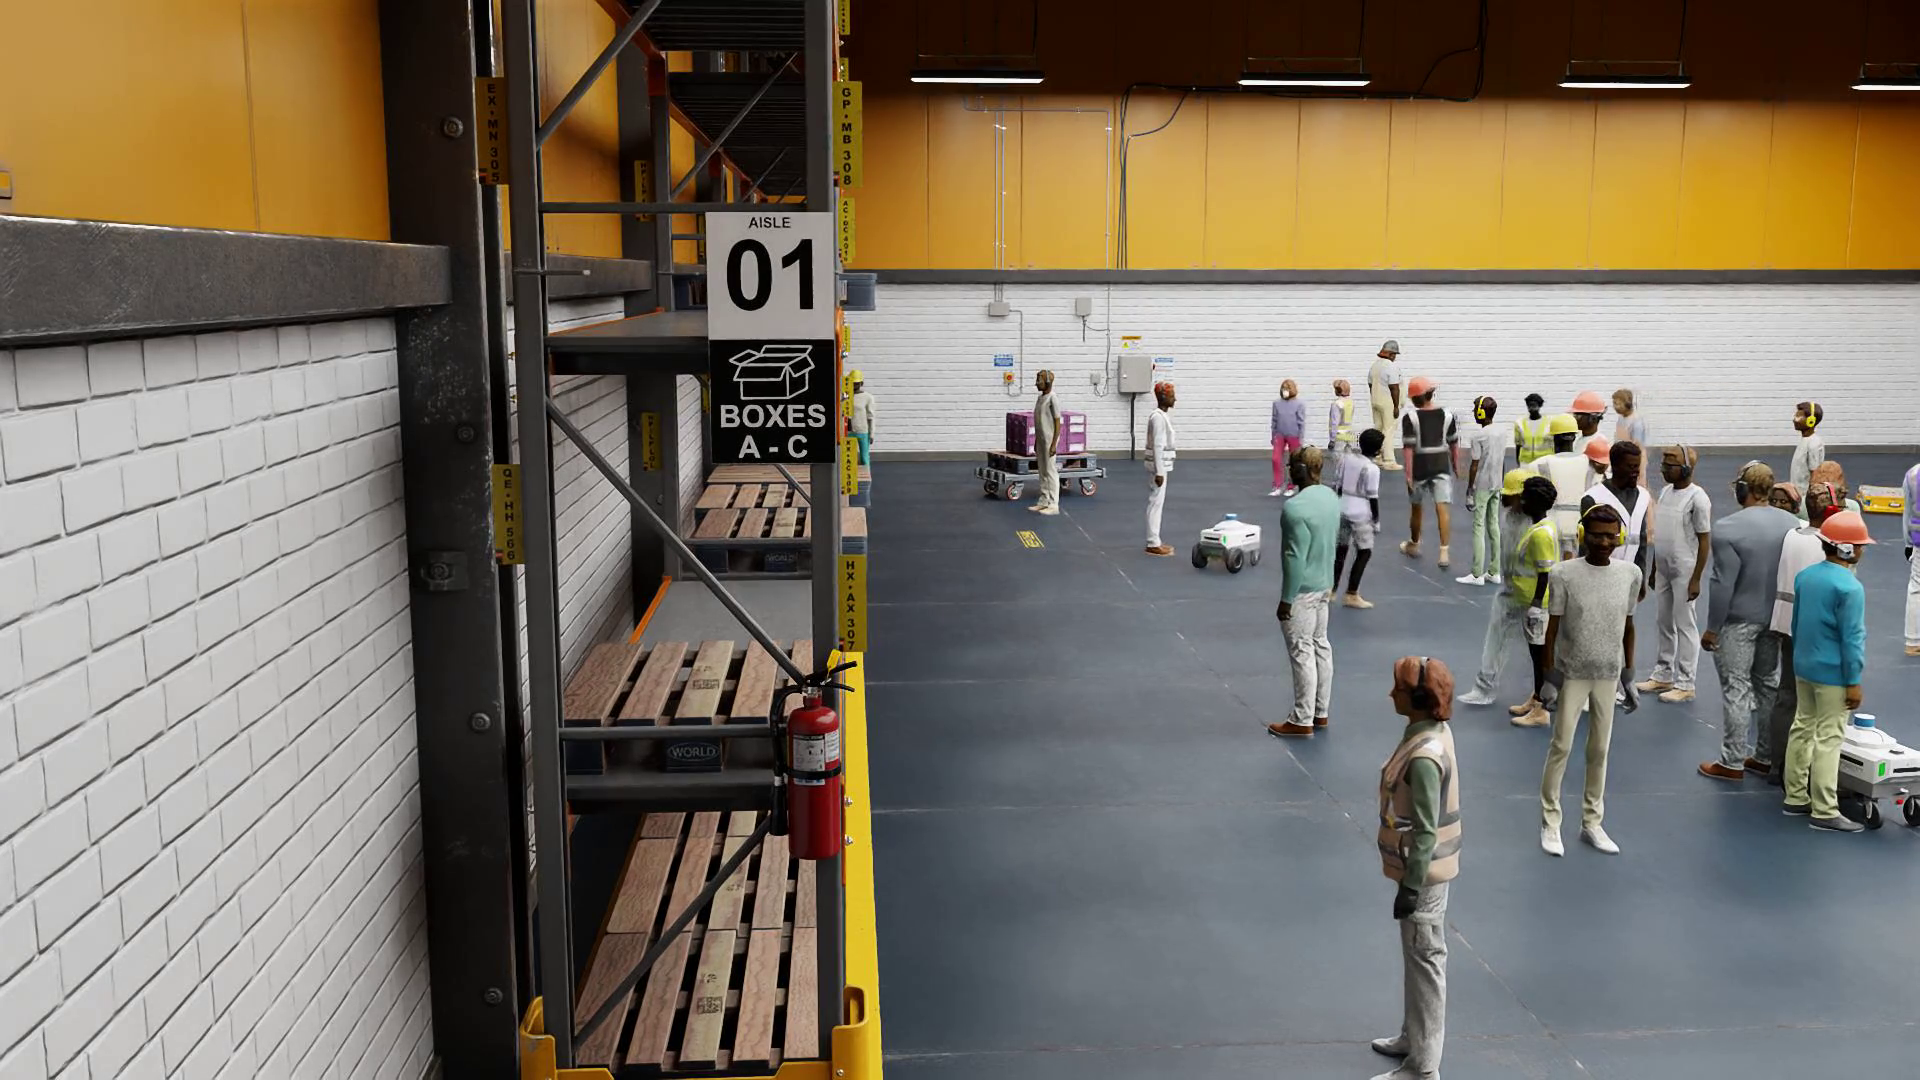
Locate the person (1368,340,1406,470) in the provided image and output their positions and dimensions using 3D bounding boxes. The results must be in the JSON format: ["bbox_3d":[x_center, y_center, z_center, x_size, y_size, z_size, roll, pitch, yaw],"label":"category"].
[{"bbox_3d":[6.717,-2.122,26.042,0.537,2.000,0.678,-3,10,-20],"label":"person"}]

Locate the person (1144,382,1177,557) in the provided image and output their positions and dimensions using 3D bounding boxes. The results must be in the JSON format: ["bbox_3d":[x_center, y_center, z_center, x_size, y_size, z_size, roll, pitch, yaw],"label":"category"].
[{"bbox_3d":[2.174,-0.768,18.036,0.352,1.880,0.576,2,9,10],"label":"person"}]

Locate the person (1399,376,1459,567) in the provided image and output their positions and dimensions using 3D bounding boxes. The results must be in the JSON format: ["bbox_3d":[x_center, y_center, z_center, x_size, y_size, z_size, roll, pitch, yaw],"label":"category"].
[{"bbox_3d":[4.948,-0.722,17.462,0.719,1.979,1.061,0,9,-3],"label":"person"}]

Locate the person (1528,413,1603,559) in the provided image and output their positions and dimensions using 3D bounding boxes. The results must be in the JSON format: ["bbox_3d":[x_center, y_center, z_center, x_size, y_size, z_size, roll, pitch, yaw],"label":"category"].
[{"bbox_3d":[4.890,-0.068,13.531,0.588,1.918,0.401,1,9,8],"label":"person"}]

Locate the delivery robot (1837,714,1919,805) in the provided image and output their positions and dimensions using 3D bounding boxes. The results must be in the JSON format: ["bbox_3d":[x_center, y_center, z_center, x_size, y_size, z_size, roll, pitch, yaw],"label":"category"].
[{"bbox_3d":[5.084,1.226,9.378,0.477,0.478,0.707,-2,9,-11],"label":"delivery robot"}]

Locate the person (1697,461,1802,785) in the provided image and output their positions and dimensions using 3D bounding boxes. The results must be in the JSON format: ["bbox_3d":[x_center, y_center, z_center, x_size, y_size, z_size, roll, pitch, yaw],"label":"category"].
[{"bbox_3d":[4.705,0.494,9.935,0.629,1.939,0.372,-3,10,-19],"label":"person"}]

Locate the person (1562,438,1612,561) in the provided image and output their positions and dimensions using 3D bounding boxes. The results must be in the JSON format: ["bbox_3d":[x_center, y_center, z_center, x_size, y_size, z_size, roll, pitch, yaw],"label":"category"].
[{"bbox_3d":[5.132,0.033,13.470,0.573,1.737,0.355,-3,9,-17],"label":"person"}]

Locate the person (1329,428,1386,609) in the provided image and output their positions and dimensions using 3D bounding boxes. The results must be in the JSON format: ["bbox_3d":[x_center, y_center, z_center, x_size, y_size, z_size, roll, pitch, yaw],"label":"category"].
[{"bbox_3d":[3.594,-0.211,15.234,0.340,1.661,0.685,-4,10,-22],"label":"person"}]

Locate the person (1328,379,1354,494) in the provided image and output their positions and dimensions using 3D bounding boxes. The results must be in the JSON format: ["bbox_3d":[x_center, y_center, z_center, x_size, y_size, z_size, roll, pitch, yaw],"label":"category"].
[{"bbox_3d":[5.125,-1.341,22.392,0.306,1.640,0.521,8,12,39],"label":"person"}]

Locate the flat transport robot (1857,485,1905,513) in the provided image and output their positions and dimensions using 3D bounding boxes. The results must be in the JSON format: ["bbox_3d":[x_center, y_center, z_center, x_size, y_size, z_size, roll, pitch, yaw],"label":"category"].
[{"bbox_3d":[12.057,-0.528,21.573,0.652,0.197,1.431,4,10,24],"label":"flat transport robot"}]

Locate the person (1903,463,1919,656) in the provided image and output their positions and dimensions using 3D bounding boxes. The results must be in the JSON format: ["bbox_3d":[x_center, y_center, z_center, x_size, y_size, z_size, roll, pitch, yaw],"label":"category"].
[{"bbox_3d":[7.734,0.046,13.092,0.429,1.837,0.624,-5,10,-27],"label":"person"}]

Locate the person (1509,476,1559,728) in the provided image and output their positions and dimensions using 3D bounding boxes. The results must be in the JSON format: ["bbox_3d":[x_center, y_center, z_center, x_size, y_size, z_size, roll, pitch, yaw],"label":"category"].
[{"bbox_3d":[3.875,0.414,11.195,0.317,1.695,0.540,3,9,17],"label":"person"}]

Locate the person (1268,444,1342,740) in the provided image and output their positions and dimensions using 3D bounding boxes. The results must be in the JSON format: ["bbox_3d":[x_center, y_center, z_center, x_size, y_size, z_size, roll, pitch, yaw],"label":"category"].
[{"bbox_3d":[2.268,0.336,10.924,0.356,1.938,0.638,7,11,36],"label":"person"}]

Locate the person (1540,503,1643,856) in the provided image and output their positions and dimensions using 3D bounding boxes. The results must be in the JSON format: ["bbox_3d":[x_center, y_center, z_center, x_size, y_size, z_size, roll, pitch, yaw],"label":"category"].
[{"bbox_3d":[3.305,0.729,8.706,0.512,1.862,0.330,0,9,-3],"label":"person"}]

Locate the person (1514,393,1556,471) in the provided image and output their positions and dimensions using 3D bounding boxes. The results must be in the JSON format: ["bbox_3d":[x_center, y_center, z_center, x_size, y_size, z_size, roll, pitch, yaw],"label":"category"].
[{"bbox_3d":[6.870,-0.931,19.741,0.567,1.667,0.728,6,11,32],"label":"person"}]

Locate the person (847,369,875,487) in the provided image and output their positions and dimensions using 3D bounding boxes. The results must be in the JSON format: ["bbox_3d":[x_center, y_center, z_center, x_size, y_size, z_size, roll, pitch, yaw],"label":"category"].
[{"bbox_3d":[-1.419,-1.461,22.783,0.527,1.761,0.343,3,9,16],"label":"person"}]

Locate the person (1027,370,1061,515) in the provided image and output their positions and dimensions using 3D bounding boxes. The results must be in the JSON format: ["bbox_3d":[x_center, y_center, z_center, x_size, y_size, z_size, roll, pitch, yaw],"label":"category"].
[{"bbox_3d":[1.086,-1.237,21.097,0.332,1.844,0.517,-4,10,-24],"label":"person"}]

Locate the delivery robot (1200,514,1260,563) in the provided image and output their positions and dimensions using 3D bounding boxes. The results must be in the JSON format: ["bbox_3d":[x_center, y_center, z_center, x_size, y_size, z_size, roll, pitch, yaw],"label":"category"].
[{"bbox_3d":[2.798,-0.023,17.218,0.477,0.478,0.707,8,12,41],"label":"delivery robot"}]

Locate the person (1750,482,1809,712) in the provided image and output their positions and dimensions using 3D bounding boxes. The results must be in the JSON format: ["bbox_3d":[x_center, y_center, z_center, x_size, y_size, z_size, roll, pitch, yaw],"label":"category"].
[{"bbox_3d":[5.574,0.417,11.355,0.522,1.639,0.305,7,11,38],"label":"person"}]

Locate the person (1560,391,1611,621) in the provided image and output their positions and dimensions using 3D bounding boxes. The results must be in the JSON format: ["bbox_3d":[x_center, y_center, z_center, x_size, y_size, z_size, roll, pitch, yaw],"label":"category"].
[{"bbox_3d":[5.361,-0.255,14.307,0.377,2.045,0.605,0,9,2],"label":"person"}]

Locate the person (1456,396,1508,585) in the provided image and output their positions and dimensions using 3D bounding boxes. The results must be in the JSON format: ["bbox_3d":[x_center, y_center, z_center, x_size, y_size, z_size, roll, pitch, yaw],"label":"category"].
[{"bbox_3d":[5.142,-0.480,16.312,0.509,1.860,0.333,-6,11,-33],"label":"person"}]

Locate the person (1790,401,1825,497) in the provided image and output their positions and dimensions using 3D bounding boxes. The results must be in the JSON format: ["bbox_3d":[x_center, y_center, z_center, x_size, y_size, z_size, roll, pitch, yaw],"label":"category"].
[{"bbox_3d":[7.813,-0.353,15.453,0.328,1.876,0.509,3,9,18],"label":"person"}]

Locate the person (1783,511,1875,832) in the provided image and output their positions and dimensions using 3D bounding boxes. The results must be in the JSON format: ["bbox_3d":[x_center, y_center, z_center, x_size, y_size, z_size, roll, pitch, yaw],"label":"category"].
[{"bbox_3d":[4.795,0.710,9.155,0.335,1.753,0.563,0,9,-2],"label":"person"}]

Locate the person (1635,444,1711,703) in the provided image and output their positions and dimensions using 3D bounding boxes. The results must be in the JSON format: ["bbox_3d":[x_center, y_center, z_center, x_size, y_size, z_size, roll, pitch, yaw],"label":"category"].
[{"bbox_3d":[5.099,0.236,11.844,0.327,1.843,0.516,-2,9,-12],"label":"person"}]

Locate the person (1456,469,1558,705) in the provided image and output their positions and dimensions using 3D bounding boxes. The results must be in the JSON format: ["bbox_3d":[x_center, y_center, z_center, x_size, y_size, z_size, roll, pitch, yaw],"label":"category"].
[{"bbox_3d":[3.957,0.333,11.728,0.896,1.685,0.490,-5,10,-30],"label":"person"}]

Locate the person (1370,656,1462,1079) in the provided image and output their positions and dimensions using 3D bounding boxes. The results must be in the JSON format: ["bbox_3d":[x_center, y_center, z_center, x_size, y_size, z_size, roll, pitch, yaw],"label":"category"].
[{"bbox_3d":[1.708,1.235,6.211,0.311,1.642,0.514,3,9,17],"label":"person"}]

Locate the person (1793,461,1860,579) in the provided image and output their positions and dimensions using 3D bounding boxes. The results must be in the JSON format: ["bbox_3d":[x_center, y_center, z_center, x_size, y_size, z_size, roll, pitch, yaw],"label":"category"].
[{"bbox_3d":[6.559,0.211,12.661,0.498,1.634,0.278,7,11,36],"label":"person"}]

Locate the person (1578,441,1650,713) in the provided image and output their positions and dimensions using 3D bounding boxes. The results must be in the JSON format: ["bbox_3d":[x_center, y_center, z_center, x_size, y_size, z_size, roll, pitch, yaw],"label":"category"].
[{"bbox_3d":[4.500,0.257,11.540,0.591,1.909,0.410,-5,10,-29],"label":"person"}]

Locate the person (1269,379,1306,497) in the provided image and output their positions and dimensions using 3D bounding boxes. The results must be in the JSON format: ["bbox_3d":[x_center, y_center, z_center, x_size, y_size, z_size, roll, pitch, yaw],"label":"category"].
[{"bbox_3d":[4.437,-1.381,22.695,0.527,1.607,0.644,6,11,32],"label":"person"}]

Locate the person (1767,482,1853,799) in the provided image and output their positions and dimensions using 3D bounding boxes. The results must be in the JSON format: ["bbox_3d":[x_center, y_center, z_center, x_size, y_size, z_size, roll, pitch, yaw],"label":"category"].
[{"bbox_3d":[4.955,0.579,9.697,0.390,1.843,0.566,-2,9,-11],"label":"person"}]
